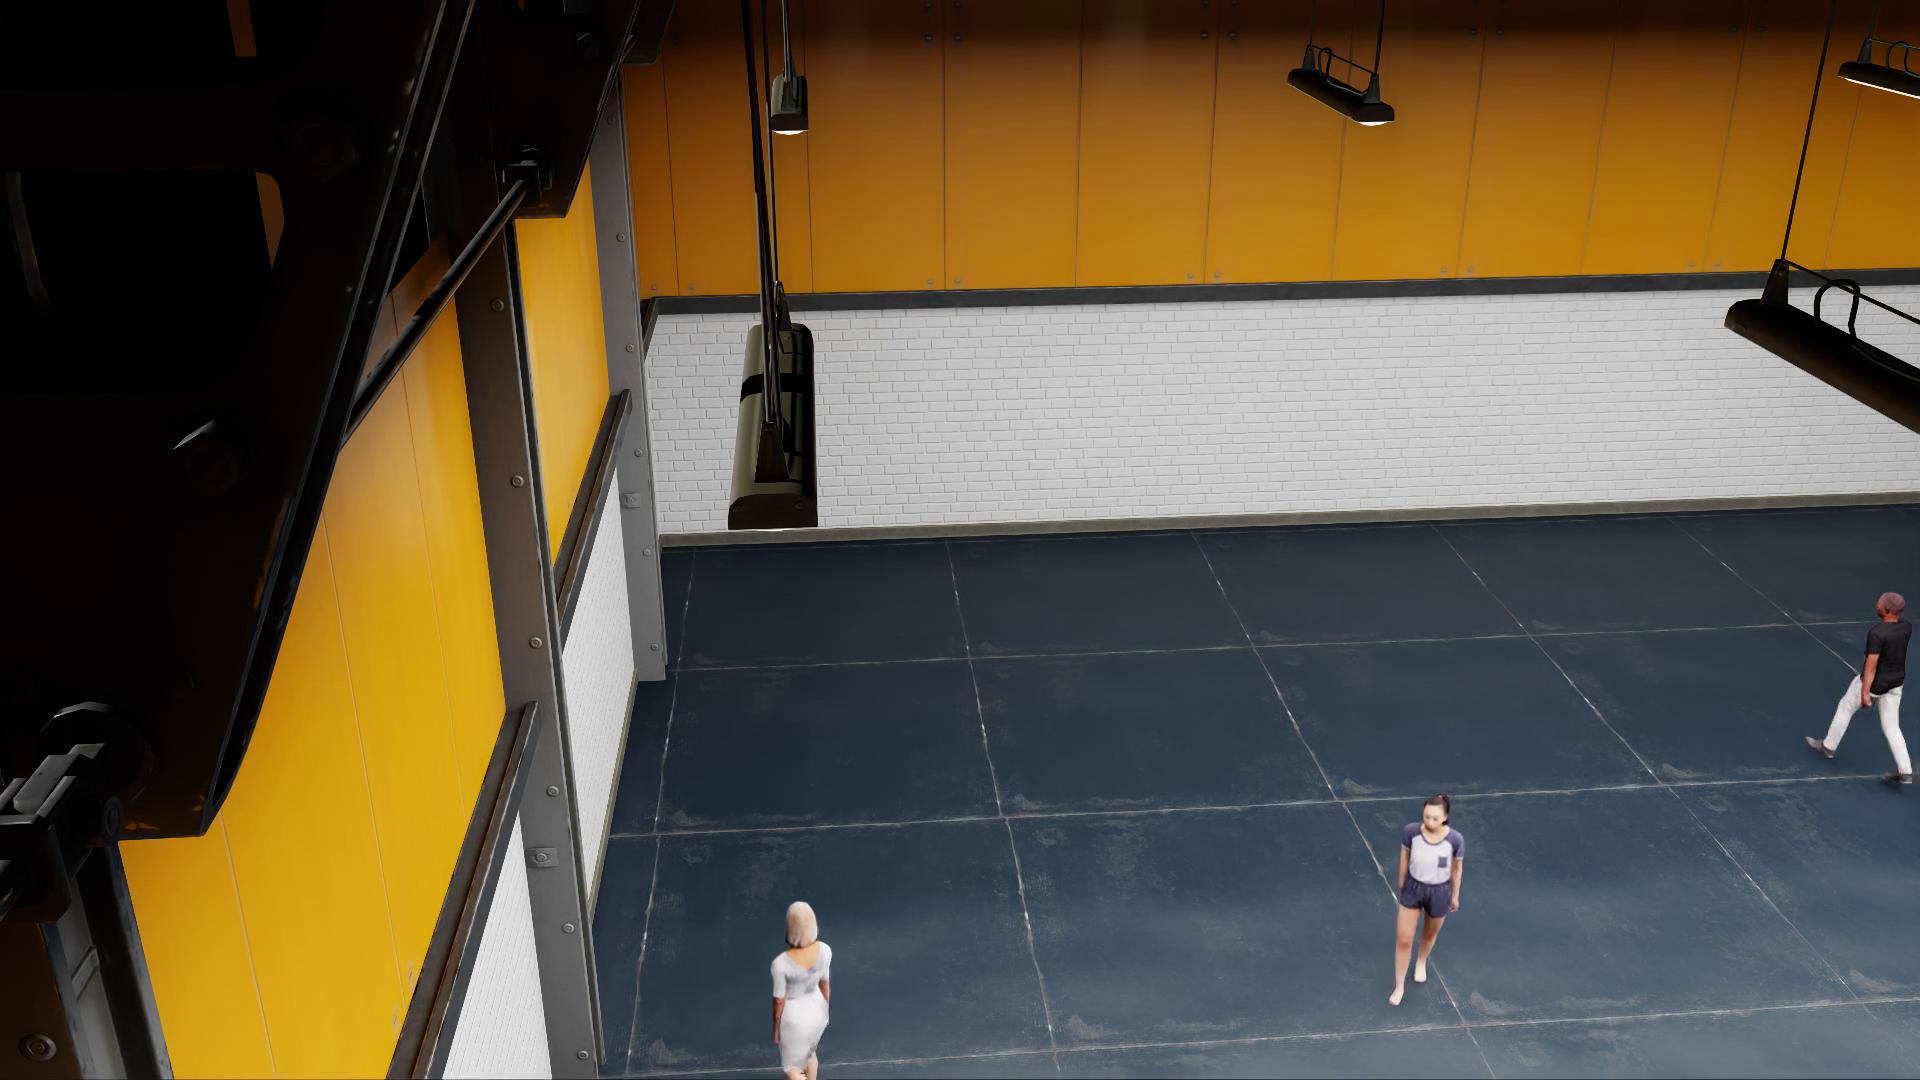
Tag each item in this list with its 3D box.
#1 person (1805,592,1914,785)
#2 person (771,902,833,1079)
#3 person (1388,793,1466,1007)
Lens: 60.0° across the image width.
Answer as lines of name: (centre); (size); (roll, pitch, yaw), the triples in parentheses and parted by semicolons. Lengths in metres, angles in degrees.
person: (8.250, 1.343, 14.781); (0.903, 1.760, 1.306); (-9, 25, -19)
person: (-0.984, 3.135, 10.716); (0.818, 1.732, 0.965); (-14, 27, -30)
person: (3.428, 2.550, 12.186); (0.815, 1.627, 0.962); (7, 25, 16)
